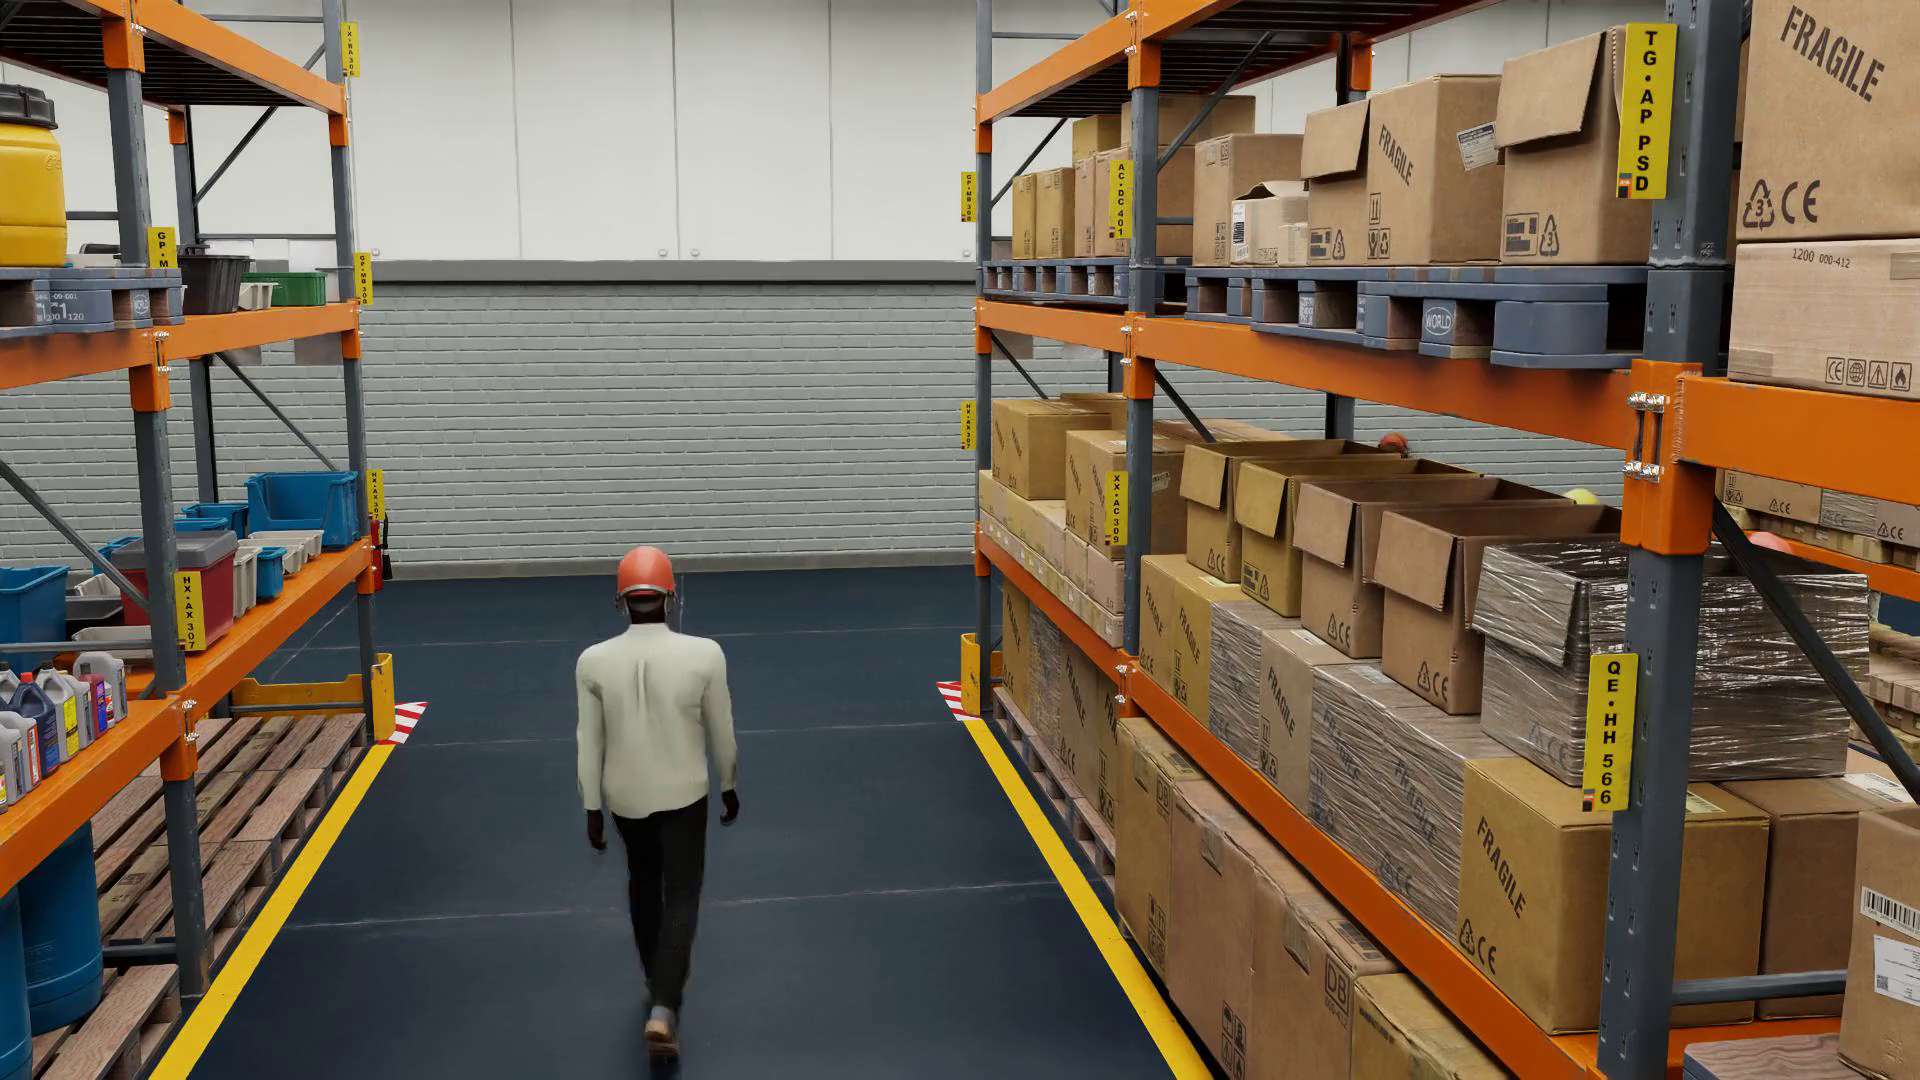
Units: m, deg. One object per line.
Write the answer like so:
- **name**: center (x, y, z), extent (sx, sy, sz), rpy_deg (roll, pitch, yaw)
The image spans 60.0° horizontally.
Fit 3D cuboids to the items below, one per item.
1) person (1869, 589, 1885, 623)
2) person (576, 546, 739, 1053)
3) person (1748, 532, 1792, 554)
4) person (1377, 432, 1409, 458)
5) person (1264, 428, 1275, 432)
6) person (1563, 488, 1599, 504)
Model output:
- **person**: center (6.126, 0.280, 11.338), extent (0.510, 1.860, 0.334), rpy_deg (-5, 10, -26)
- **person**: center (-1.207, 1.002, 6.594), extent (0.613, 1.959, 0.960), rpy_deg (1, 9, 3)
- **person**: center (3.383, 0.927, 7.104), extent (0.552, 1.933, 0.363), rpy_deg (-2, 9, -13)
- **person**: center (3.269, 0.090, 12.587), extent (0.593, 1.840, 0.985), rpy_deg (8, 12, 40)
- **person**: center (2.400, 0.041, 12.943), extent (0.808, 1.808, 0.658), rpy_deg (-5, 11, -29)
- **person**: center (3.160, 0.684, 8.705), extent (0.595, 1.902, 0.730), rpy_deg (4, 10, 22)
